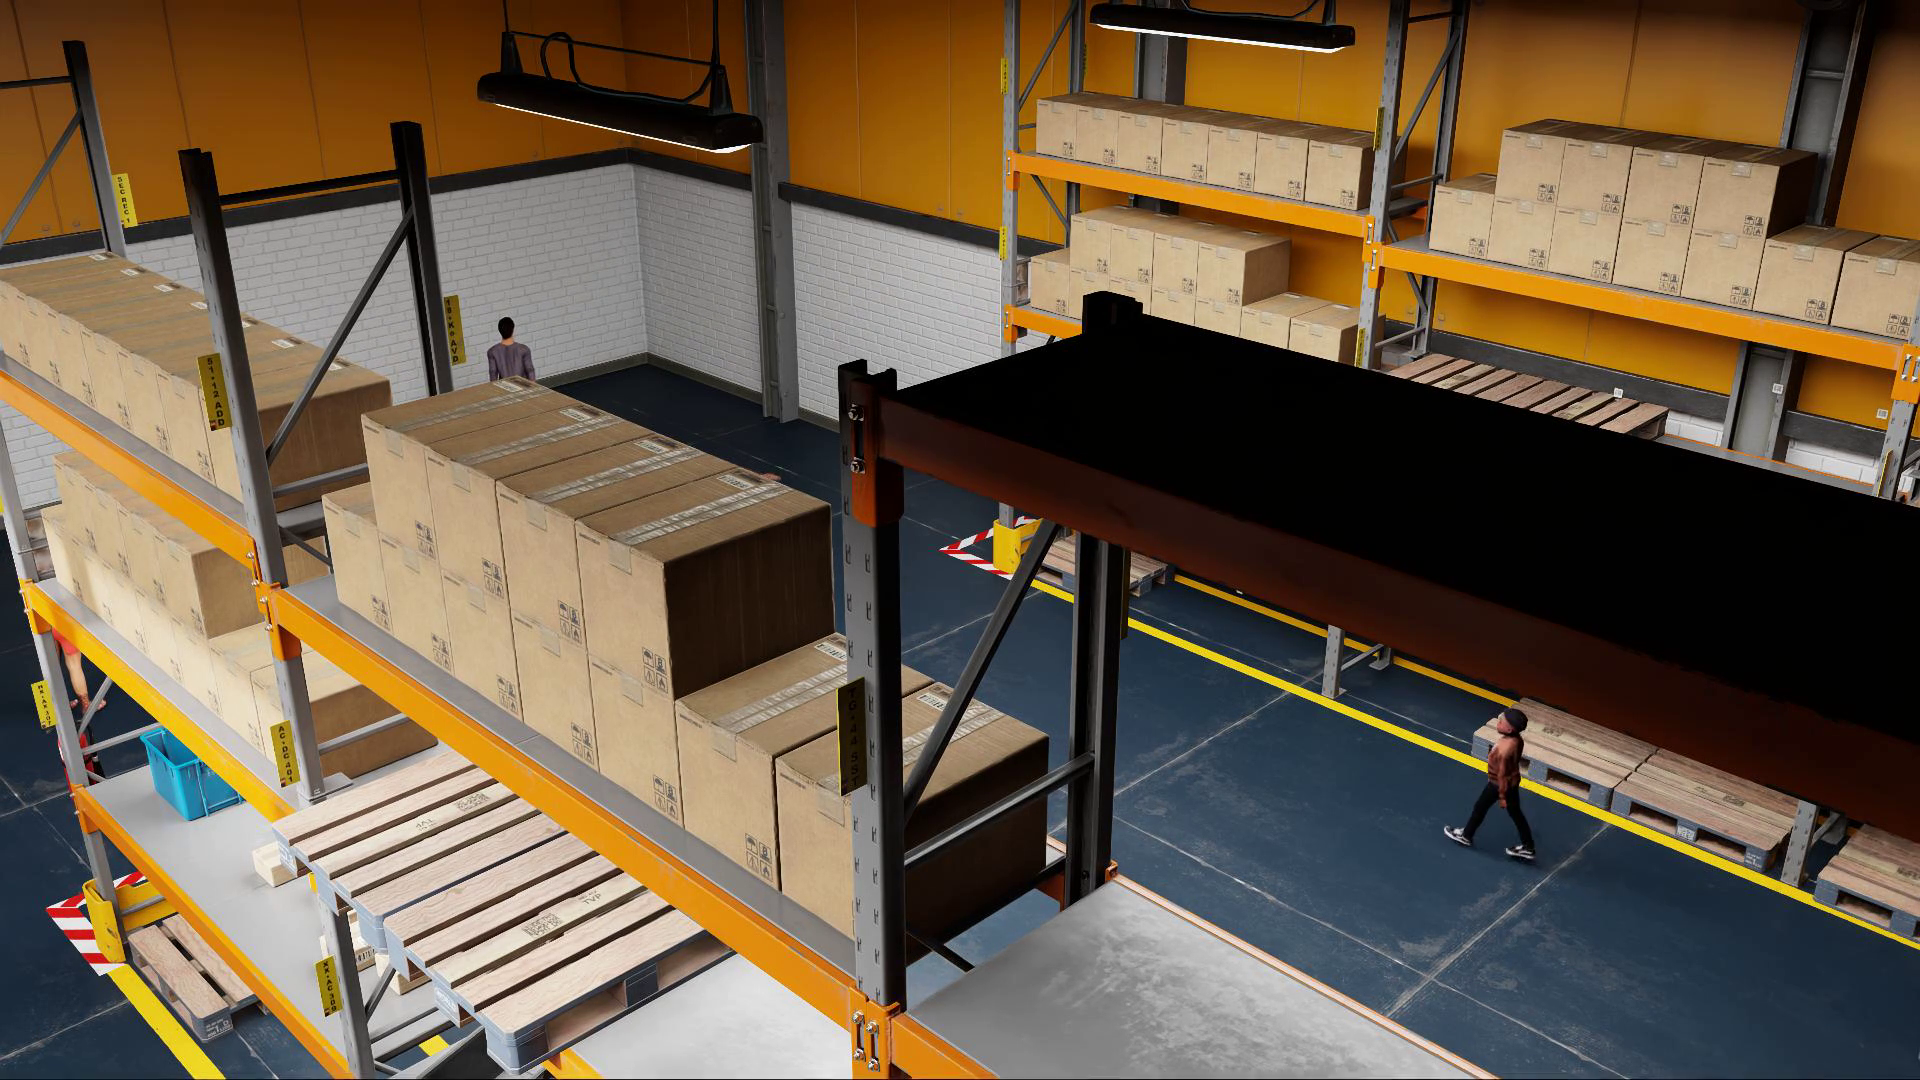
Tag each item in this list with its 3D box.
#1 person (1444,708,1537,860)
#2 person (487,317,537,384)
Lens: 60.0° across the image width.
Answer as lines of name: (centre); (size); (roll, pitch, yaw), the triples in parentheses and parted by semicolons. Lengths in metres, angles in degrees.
person: (4.103, 1.826, 12.346); (0.921, 1.224, 0.583); (18, 29, 35)
person: (-5.275, -1.735, 19.706); (0.742, 1.854, 0.769); (-3, 24, -6)
